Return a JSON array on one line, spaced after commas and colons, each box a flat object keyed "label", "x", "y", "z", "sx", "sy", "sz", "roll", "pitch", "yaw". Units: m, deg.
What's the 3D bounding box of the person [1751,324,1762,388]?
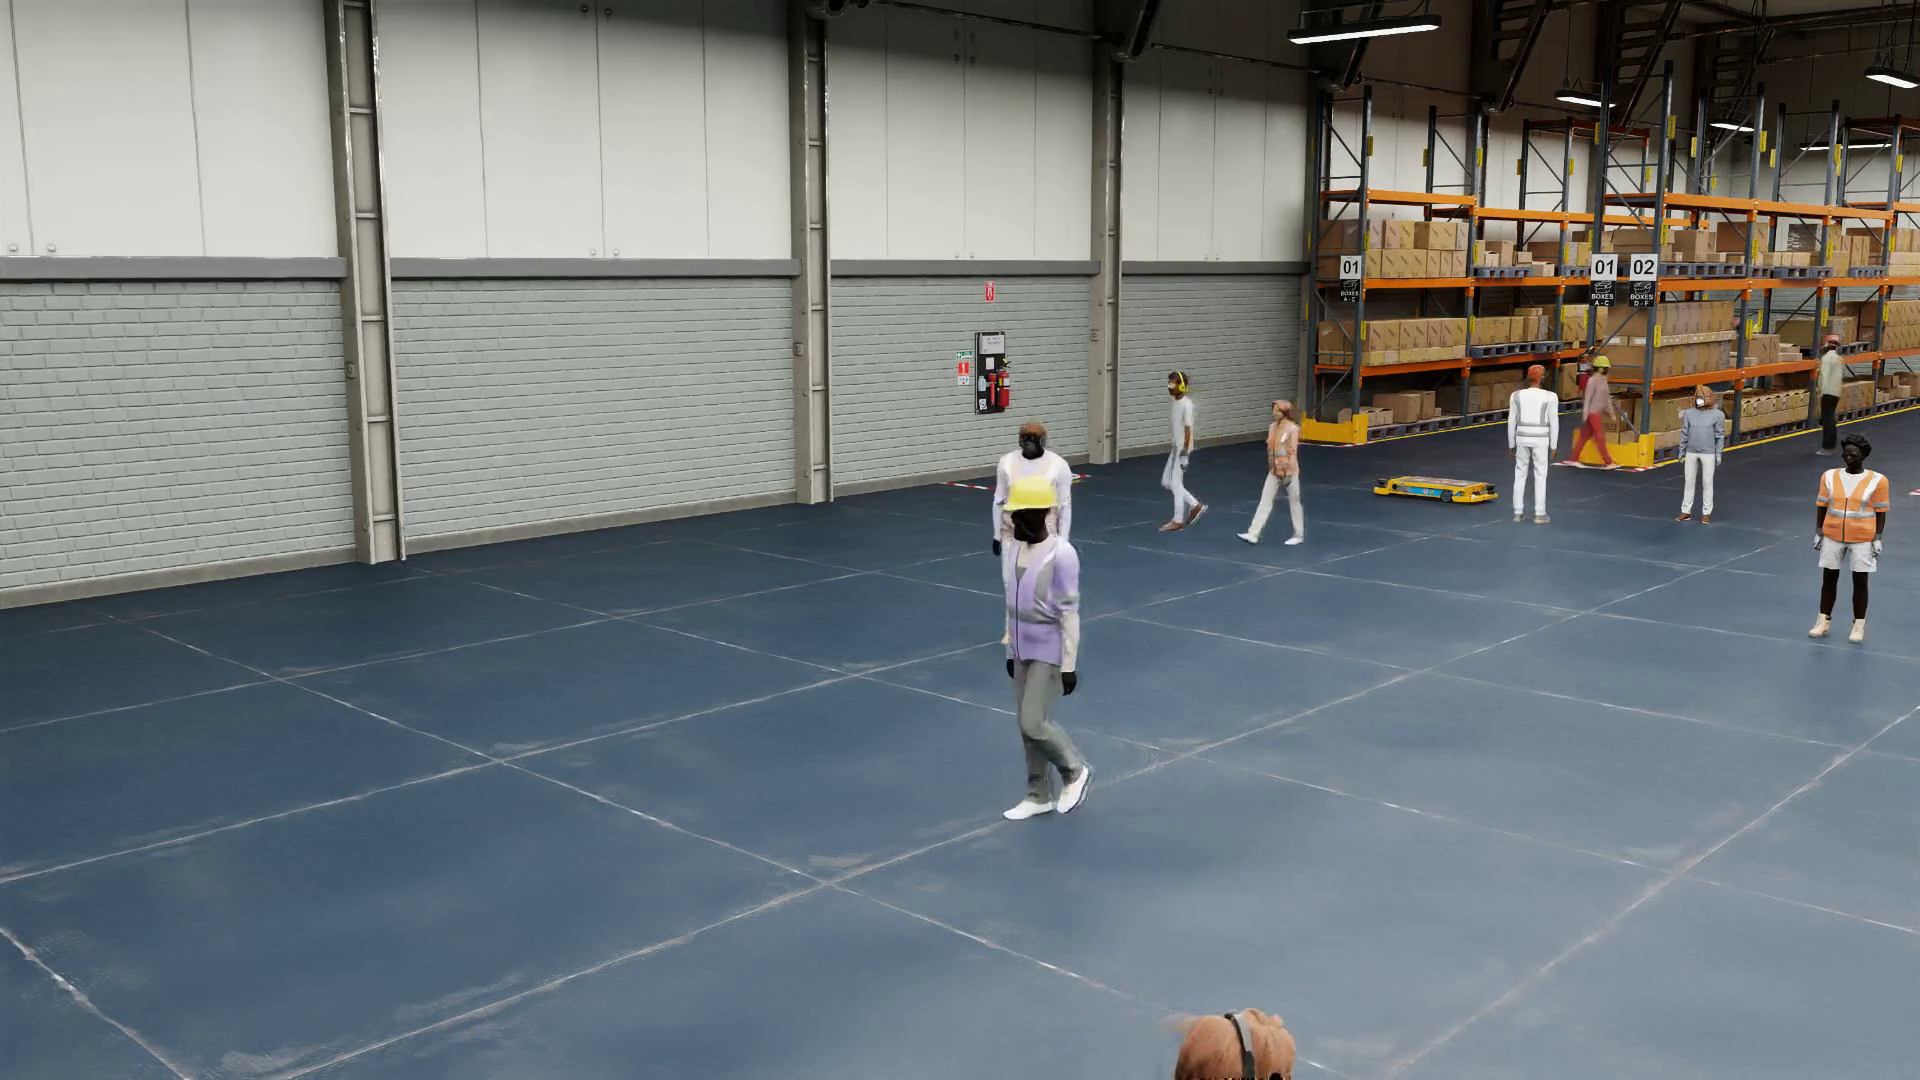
[{"label": "person", "x": 17.473, "y": -3.853, "z": 36.554, "sx": 0.597, "sy": 1.812, "sz": 0.679, "roll": 7, "pitch": 11, "yaw": 35}]

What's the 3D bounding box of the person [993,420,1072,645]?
[{"label": "person", "x": 0.559, "y": -0.042, "z": 13.233, "sx": 0.634, "sy": 1.844, "sz": 0.429, "roll": 3, "pitch": 10, "yaw": 18}]

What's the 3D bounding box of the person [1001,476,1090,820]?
[{"label": "person", "x": 0.422, "y": 0.600, "z": 9.062, "sx": 0.441, "sy": 1.915, "sz": 0.609, "roll": -6, "pitch": 11, "yaw": -30}]

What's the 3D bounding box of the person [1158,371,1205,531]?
[{"label": "person", "x": 2.551, "y": -1.022, "z": 19.148, "sx": 0.478, "sy": 1.855, "sz": 0.544, "roll": -2, "pitch": 9, "yaw": -10}]

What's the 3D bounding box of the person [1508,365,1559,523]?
[{"label": "person", "x": 6.815, "y": -1.142, "z": 19.787, "sx": 0.584, "sy": 1.882, "sz": 0.337, "roll": 6, "pitch": 11, "yaw": 33}]

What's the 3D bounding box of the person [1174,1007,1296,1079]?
[{"label": "person", "x": 0.564, "y": 1.699, "z": 3.356, "sx": 0.855, "sy": 1.595, "sz": 0.516, "roll": -3, "pitch": 10, "yaw": -18}]

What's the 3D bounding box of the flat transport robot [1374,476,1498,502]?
[{"label": "flat transport robot", "x": 6.252, "y": -0.679, "z": 21.870, "sx": 1.431, "sy": 0.197, "sz": 0.652, "roll": 9, "pitch": 13, "yaw": 43}]

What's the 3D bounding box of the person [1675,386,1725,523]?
[{"label": "person", "x": 8.810, "y": -1.016, "z": 19.784, "sx": 0.504, "sy": 1.632, "sz": 0.270, "roll": 9, "pitch": 13, "yaw": 44}]

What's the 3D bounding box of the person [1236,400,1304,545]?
[{"label": "person", "x": 3.424, "y": -0.714, "z": 18.024, "sx": 0.831, "sy": 1.591, "sz": 0.541, "roll": -5, "pitch": 10, "yaw": -27}]

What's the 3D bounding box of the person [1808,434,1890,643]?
[{"label": "person", "x": 7.213, "y": -0.017, "z": 13.498, "sx": 0.538, "sy": 1.695, "sz": 0.319, "roll": 9, "pitch": 13, "yaw": 44}]

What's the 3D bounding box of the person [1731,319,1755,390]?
[{"label": "person", "x": 15.818, "y": -3.496, "z": 33.707, "sx": 0.628, "sy": 2.024, "sz": 0.491, "roll": 9, "pitch": 13, "yaw": 43}]

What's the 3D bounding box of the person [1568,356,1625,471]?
[{"label": "person", "x": 9.568, "y": -1.898, "z": 24.911, "sx": 0.896, "sy": 1.716, "sz": 0.523, "roll": 8, "pitch": 12, "yaw": 39}]

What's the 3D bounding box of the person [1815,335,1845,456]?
[{"label": "person", "x": 14.044, "y": -2.339, "z": 26.941, "sx": 0.784, "sy": 1.949, "sz": 0.403, "roll": -8, "pitch": 12, "yaw": -41}]
